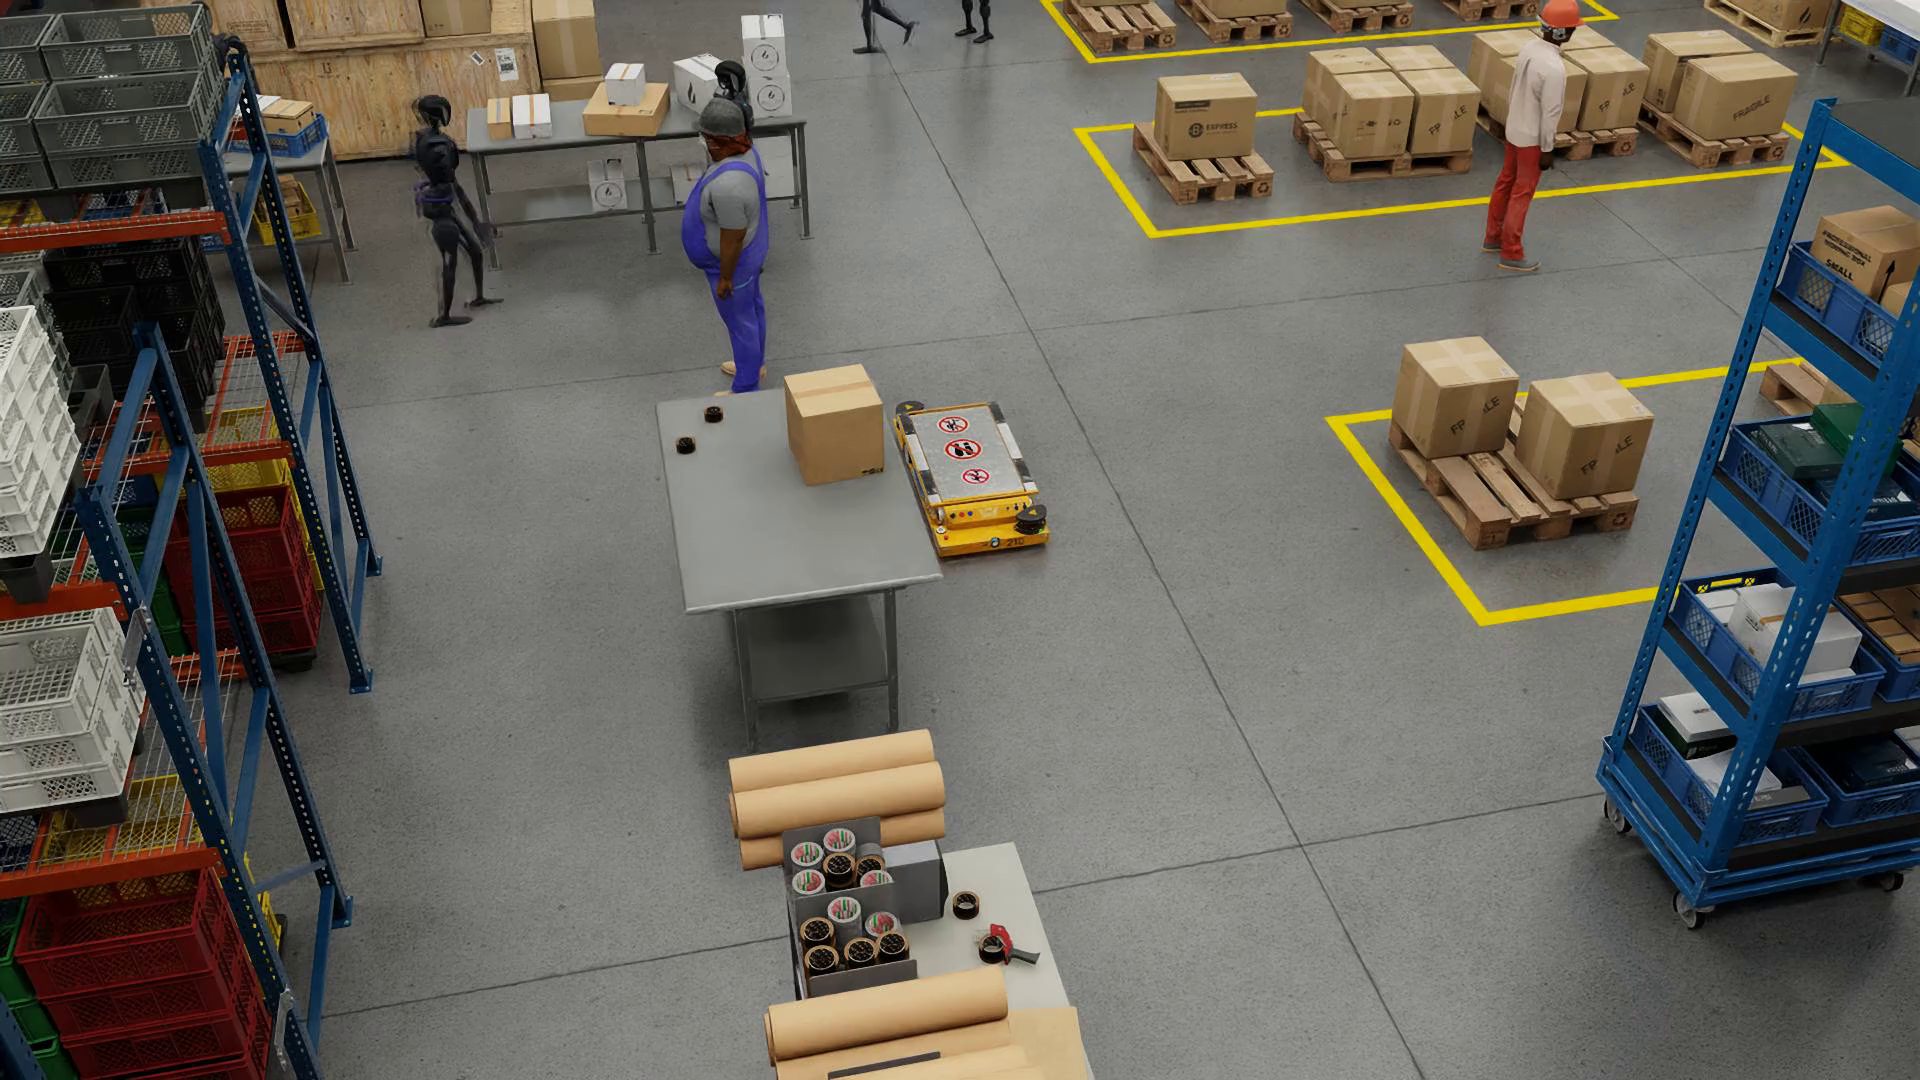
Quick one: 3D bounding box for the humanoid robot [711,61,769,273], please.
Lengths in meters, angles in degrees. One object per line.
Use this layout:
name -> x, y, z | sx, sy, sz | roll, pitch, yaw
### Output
humanoid robot -> -1.578, -2.609, 11.867 | 0.325, 1.658, 0.600 | 6, 37, 8

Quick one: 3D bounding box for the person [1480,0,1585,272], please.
person -> 4.149, -2.936, 12.055 | 0.382, 1.995, 0.609 | -4, 37, -6

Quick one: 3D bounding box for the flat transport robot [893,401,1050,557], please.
flat transport robot -> 0.046, -0.430, 10.108 | 0.652, 0.197, 1.431 | -8, 37, -10

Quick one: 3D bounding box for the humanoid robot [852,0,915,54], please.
humanoid robot -> -0.741, -5.414, 15.664 | 0.552, 1.641, 0.604 | -1, 37, -1

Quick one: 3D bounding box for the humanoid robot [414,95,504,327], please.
humanoid robot -> -3.469, -2.244, 11.399 | 0.606, 1.635, 0.574 | -11, 38, -14

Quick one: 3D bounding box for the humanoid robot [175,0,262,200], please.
humanoid robot -> -5.668, -3.344, 12.855 | 0.602, 1.657, 0.315 | -15, 39, -19

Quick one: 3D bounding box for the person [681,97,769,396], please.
person -> -1.477, -1.816, 10.512 | 0.539, 2.000, 0.682 | 2, 37, 2

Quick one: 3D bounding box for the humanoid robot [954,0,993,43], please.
humanoid robot -> 0.110, -5.609, 15.912 | 0.563, 1.650, 0.357 | 28, 45, 32
